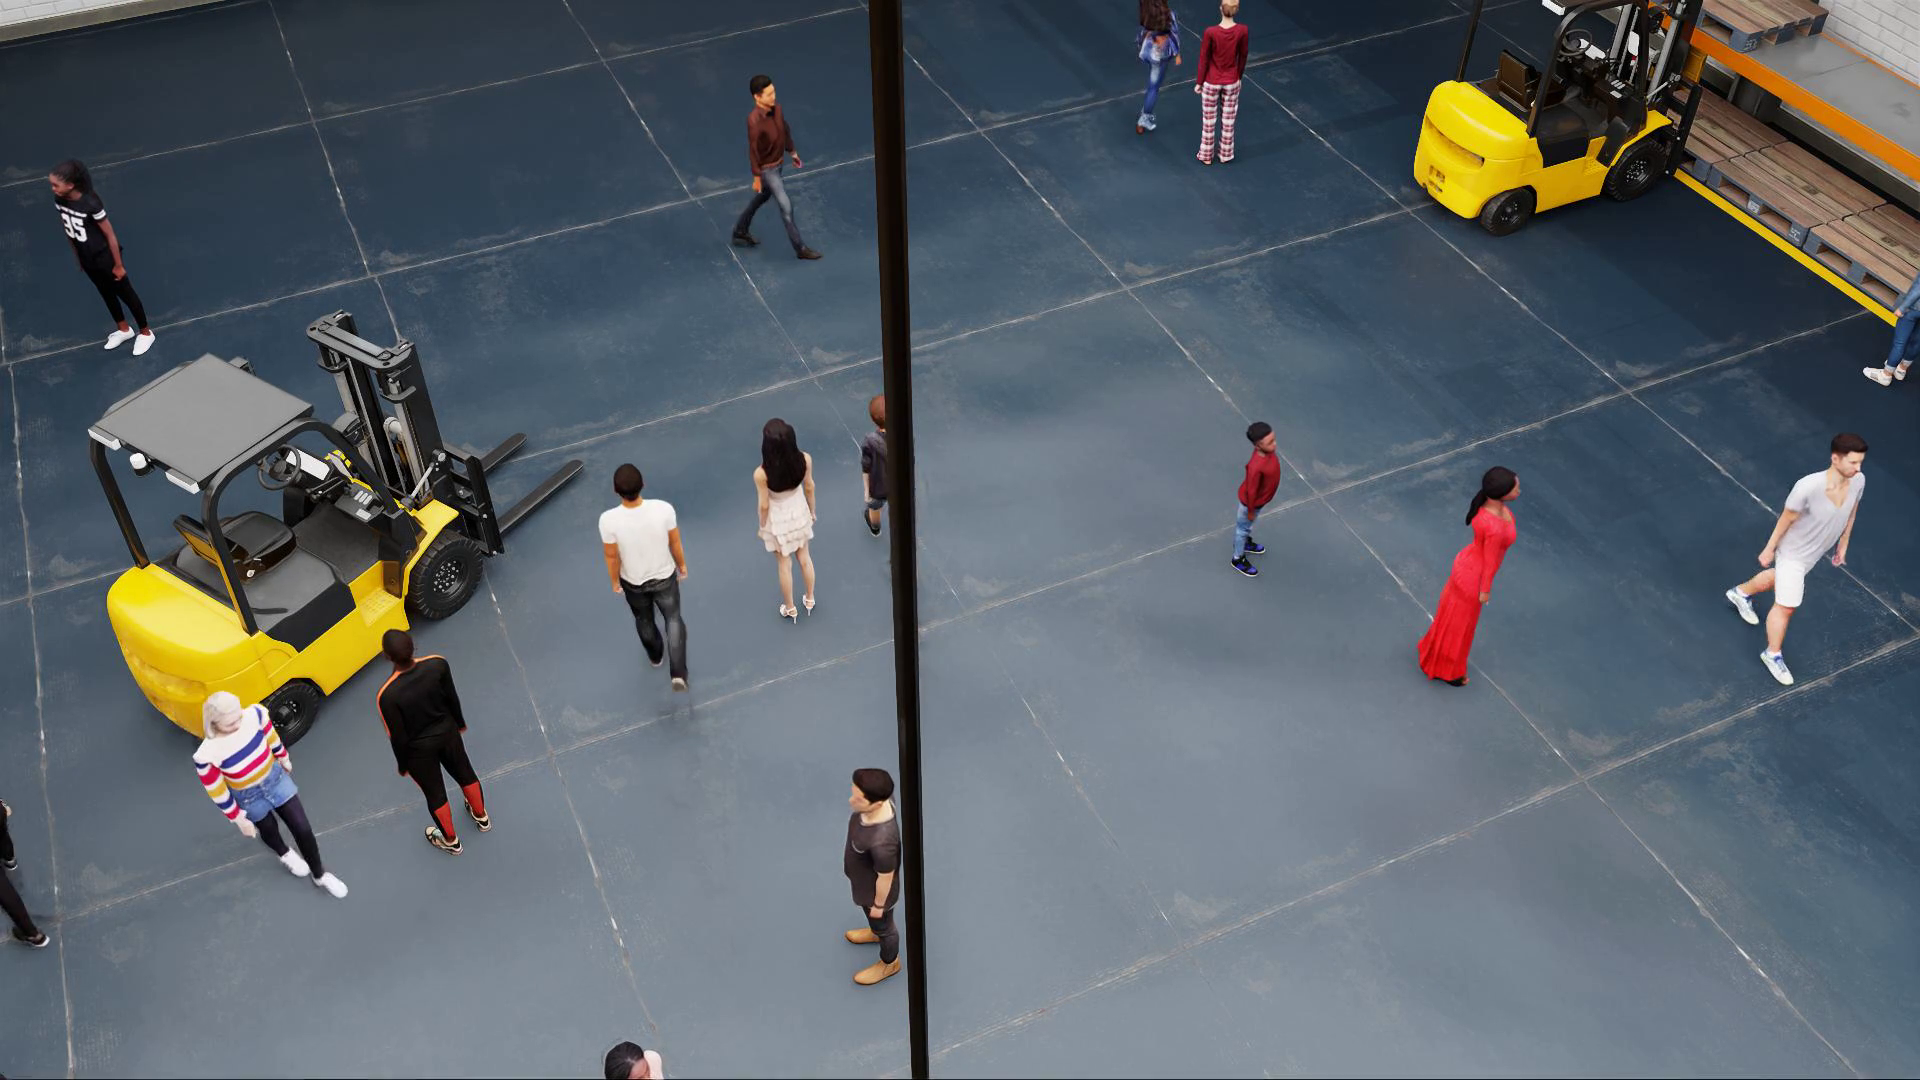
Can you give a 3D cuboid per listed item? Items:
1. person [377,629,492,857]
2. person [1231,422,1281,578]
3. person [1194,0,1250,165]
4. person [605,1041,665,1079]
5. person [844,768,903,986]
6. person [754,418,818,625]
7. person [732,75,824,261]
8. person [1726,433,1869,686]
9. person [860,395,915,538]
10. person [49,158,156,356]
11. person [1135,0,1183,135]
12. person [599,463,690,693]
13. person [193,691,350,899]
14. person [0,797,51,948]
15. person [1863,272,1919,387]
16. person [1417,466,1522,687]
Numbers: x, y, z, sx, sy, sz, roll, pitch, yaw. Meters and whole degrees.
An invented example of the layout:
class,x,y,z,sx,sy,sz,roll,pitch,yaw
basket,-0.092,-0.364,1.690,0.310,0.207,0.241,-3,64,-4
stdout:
class,x,y,z,sx,sy,sz,roll,pitch,yaw
person,-3.111,1.168,9.766,0.670,1.809,0.701,31,52,29
person,2.070,-0.324,11.733,0.645,1.256,0.588,15,46,15
person,2.453,-4.322,15.610,0.672,1.697,0.606,-5,44,-5
person,-1.497,2.912,7.999,0.754,1.721,0.691,14,45,14
person,-0.461,1.820,9.147,0.734,1.719,0.579,-7,44,-7
person,-1.155,-0.114,11.165,0.575,1.735,0.525,-19,47,-19
person,-1.736,-3.245,14.448,1.179,1.740,1.148,12,45,13
person,5.527,-0.021,11.001,0.767,1.827,1.092,-13,45,-13
person,-0.486,-0.359,11.656,0.625,1.413,0.981,-12,45,-13
person,-6.957,-2.290,13.449,0.697,1.735,0.758,15,46,15
person,1.830,-4.649,16.011,0.715,1.618,0.583,-25,49,-24
person,-2.001,0.276,10.723,0.734,1.790,1.010,-12,45,-12
person,-4.087,1.390,9.559,0.978,1.773,0.875,27,50,25
person,-5.521,1.671,9.412,1.183,1.570,0.837,31,52,28
person,7.644,-1.874,13.199,0.563,1.477,0.497,-17,46,-17
person,3.323,0.221,10.786,0.796,1.784,0.711,5,44,6
